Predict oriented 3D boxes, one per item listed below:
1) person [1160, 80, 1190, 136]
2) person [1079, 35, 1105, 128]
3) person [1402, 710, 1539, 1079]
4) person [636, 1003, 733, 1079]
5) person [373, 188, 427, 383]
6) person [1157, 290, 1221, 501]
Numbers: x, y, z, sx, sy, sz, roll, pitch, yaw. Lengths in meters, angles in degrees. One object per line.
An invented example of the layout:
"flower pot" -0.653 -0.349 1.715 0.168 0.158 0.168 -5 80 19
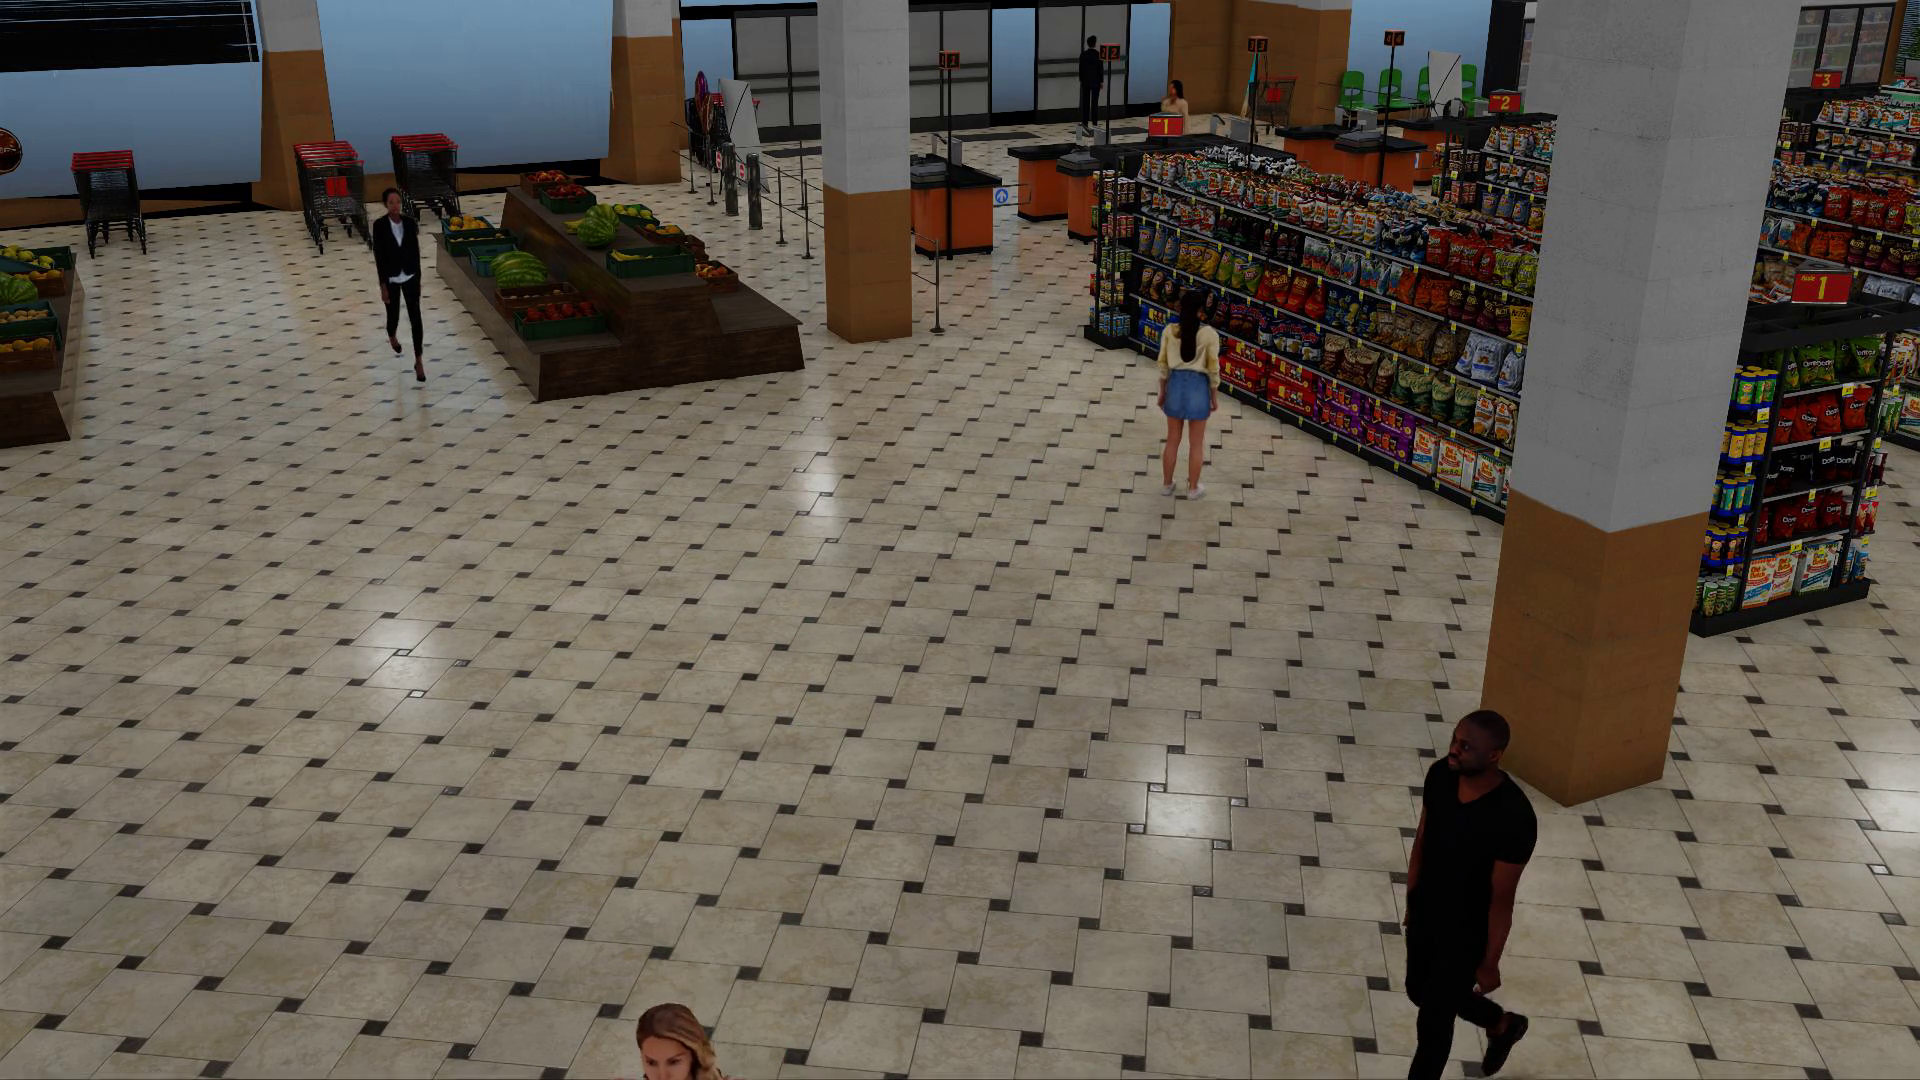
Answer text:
"person" 3.278 -6.099 25.184 0.820 1.664 0.781 -18 28 -38
"person" 2.473 -8.629 31.396 0.695 1.727 0.759 8 23 19
"person" 1.917 1.439 6.244 0.727 1.799 0.989 -10 24 -23
"person" -0.795 2.027 4.897 0.757 1.711 0.912 -1 22 -2
"person" -5.363 -2.434 15.869 0.624 1.809 1.036 -12 25 -28
"person" 1.759 -1.121 12.840 0.715 1.630 0.778 9 24 21
